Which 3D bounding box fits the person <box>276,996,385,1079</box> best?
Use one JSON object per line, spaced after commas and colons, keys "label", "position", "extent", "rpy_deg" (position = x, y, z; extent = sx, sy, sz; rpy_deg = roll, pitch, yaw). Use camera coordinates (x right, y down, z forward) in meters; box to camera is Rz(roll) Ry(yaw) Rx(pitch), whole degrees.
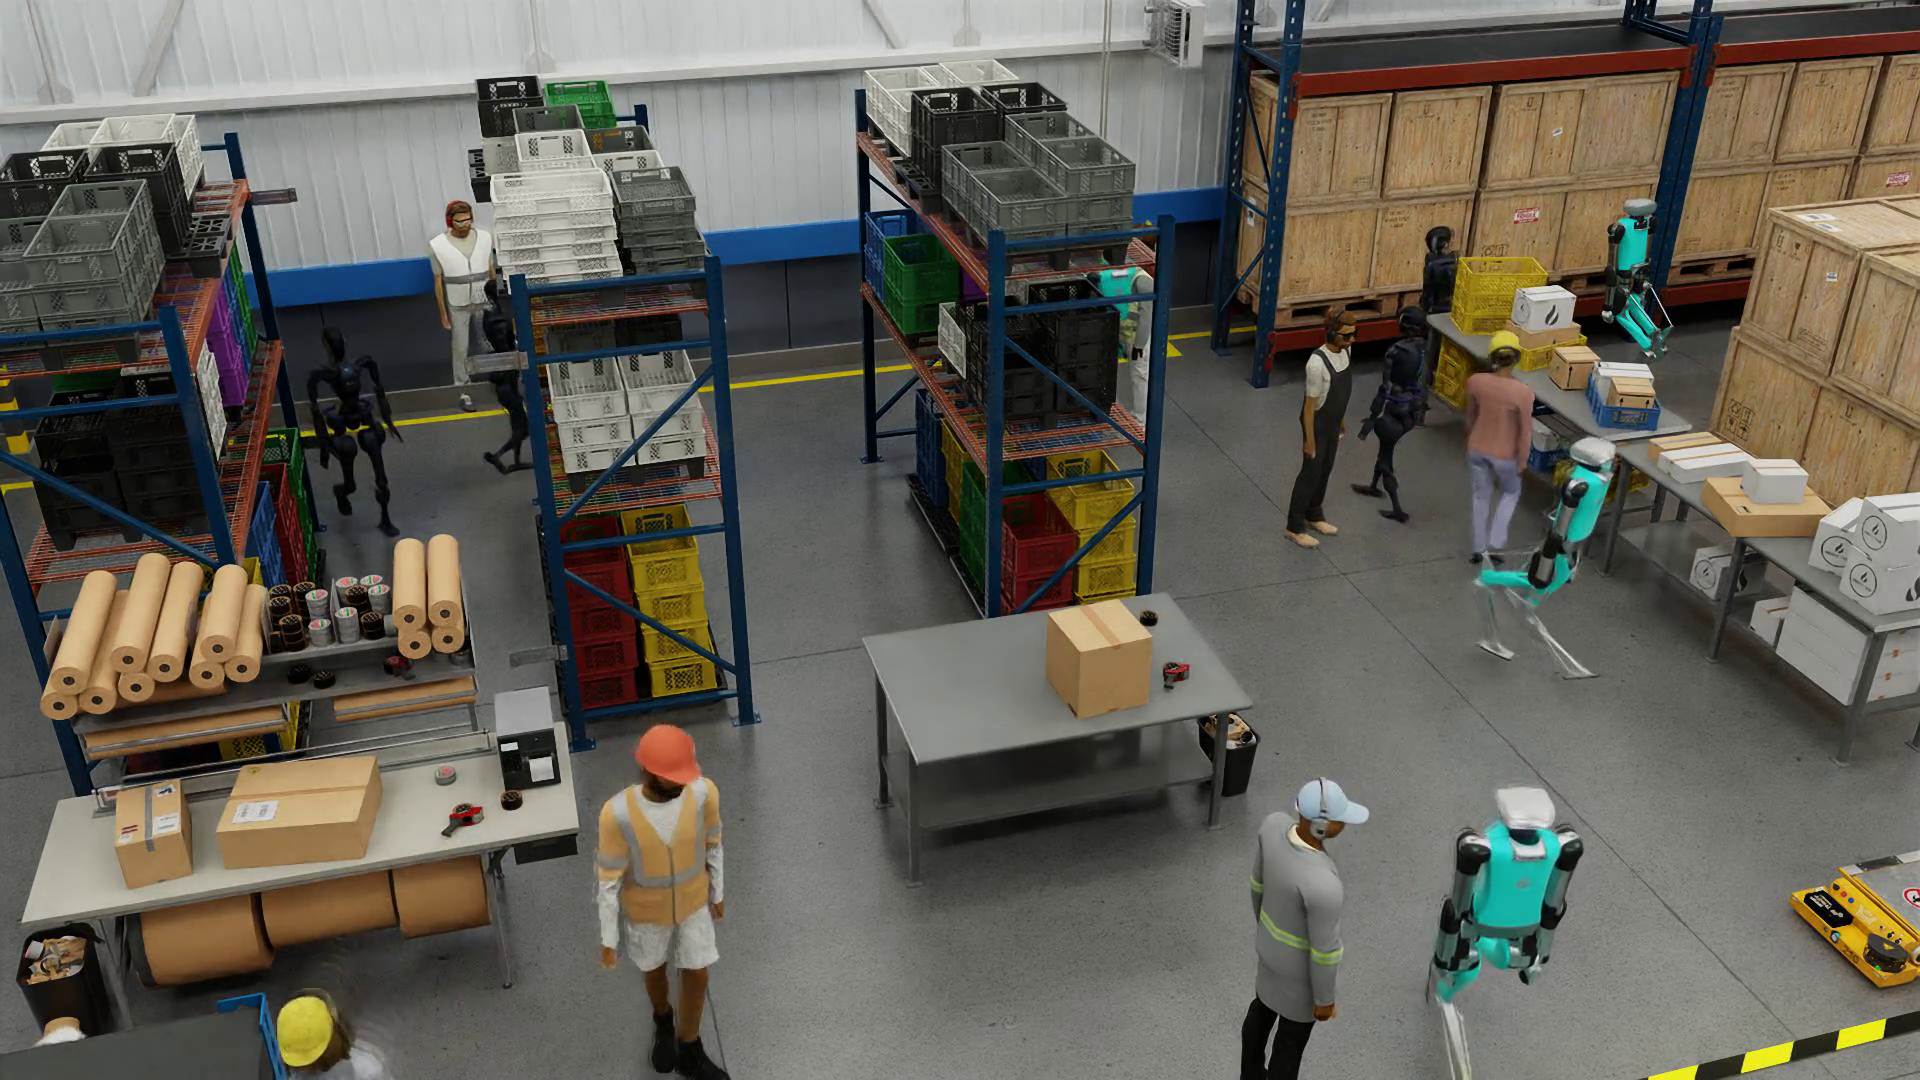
{"label": "person", "position": [-2.398, 2.365, 6.378], "extent": [0.494, 1.681, 0.943], "rpy_deg": [4, 29, 8]}

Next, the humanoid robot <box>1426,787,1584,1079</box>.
{"label": "humanoid robot", "position": [2.332, 1.682, 7.611], "extent": [0.538, 1.772, 0.967], "rpy_deg": [-2, 29, -4]}

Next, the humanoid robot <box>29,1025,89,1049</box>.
{"label": "humanoid robot", "position": [-3.175, 2.605, 5.963], "extent": [0.560, 1.861, 0.694], "rpy_deg": [15, 32, 25]}

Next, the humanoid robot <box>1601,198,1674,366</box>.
{"label": "humanoid robot", "position": [5.842, -2.040, 14.213], "extent": [0.533, 1.673, 0.735], "rpy_deg": [-17, 33, -28]}

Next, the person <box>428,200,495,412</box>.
{"label": "person", "position": [-4.191, -2.014, 14.202], "extent": [0.562, 1.836, 0.390], "rpy_deg": [-20, 35, -32]}

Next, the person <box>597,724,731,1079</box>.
{"label": "person", "position": [-1.324, 1.665, 7.439], "extent": [0.647, 1.913, 0.538], "rpy_deg": [-12, 31, -21]}

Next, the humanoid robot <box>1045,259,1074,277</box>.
{"label": "humanoid robot", "position": [0.900, -1.571, 13.604], "extent": [0.762, 1.869, 0.543], "rpy_deg": [25, 37, 37]}

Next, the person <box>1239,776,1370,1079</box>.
{"label": "person", "position": [1.482, 1.799, 7.246], "extent": [0.388, 1.849, 0.597], "rpy_deg": [-9, 30, -16]}

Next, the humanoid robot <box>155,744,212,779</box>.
{"label": "humanoid robot", "position": [-4.035, 1.079, 8.760], "extent": [0.717, 1.635, 0.591], "rpy_deg": [-22, 35, -34]}

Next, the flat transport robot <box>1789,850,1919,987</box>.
{"label": "flat transport robot", "position": [5.163, 1.916, 8.676], "extent": [1.431, 0.231, 0.659], "rpy_deg": [-8, 30, -14]}

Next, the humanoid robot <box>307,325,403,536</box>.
{"label": "humanoid robot", "position": [-4.474, -0.842, 12.253], "extent": [0.608, 1.637, 0.634], "rpy_deg": [-22, 36, -35]}

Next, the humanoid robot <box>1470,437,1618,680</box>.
{"label": "humanoid robot", "position": [3.634, 0.113, 10.435], "extent": [1.031, 1.725, 0.550], "rpy_deg": [25, 37, 37]}

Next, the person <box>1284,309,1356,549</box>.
{"label": "person", "position": [2.624, -0.810, 12.015], "extent": [0.332, 1.837, 0.506], "rpy_deg": [21, 35, 33]}

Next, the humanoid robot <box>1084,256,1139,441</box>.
{"label": "humanoid robot", "position": [1.159, -1.694, 13.728], "extent": [0.530, 1.724, 0.973], "rpy_deg": [-8, 30, -14]}

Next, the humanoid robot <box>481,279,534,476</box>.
{"label": "humanoid robot", "position": [-3.592, -1.270, 13.015], "extent": [0.417, 1.647, 0.608], "rpy_deg": [-9, 30, -16]}

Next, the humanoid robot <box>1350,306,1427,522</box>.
{"label": "humanoid robot", "position": [3.235, -0.972, 12.496], "extent": [0.616, 1.639, 0.598], "rpy_deg": [25, 38, 38]}

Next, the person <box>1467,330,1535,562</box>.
{"label": "person", "position": [3.809, -0.640, 11.812], "extent": [0.557, 1.731, 0.389], "rpy_deg": [24, 37, 36]}

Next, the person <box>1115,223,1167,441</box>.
{"label": "person", "position": [1.464, -1.697, 13.616], "extent": [0.430, 1.843, 0.624], "rpy_deg": [4, 29, 8]}

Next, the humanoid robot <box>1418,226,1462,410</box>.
{"label": "humanoid robot", "position": [4.181, -1.886, 14.184], "extent": [0.736, 1.623, 0.607], "rpy_deg": [-6, 29, -11]}
